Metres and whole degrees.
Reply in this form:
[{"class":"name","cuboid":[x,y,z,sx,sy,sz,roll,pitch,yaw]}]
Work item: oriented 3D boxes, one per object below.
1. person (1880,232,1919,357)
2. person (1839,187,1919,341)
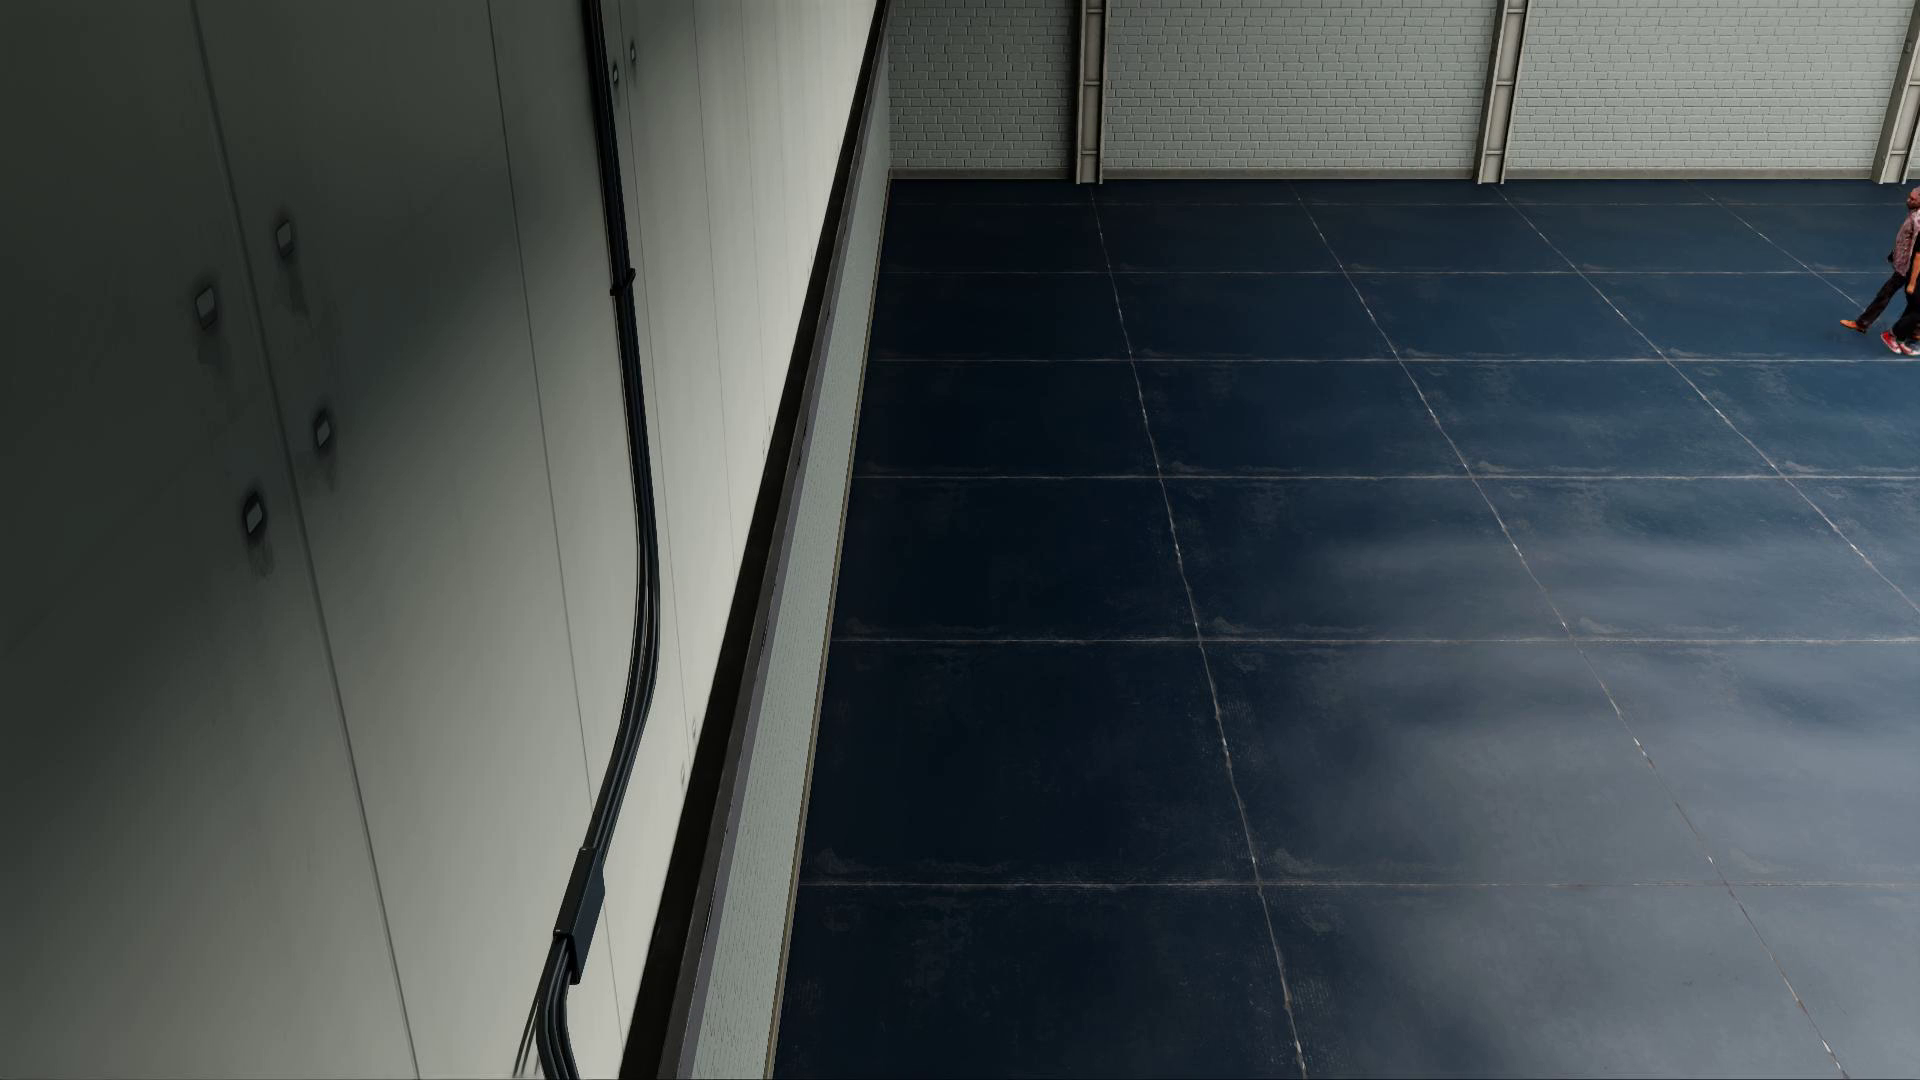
[{"class":"person","cuboid":[10.574,-2.902,18.437,0.839,1.746,0.781,24,36,37]},{"class":"person","cuboid":[10.800,-3.076,18.740,1.209,1.767,1.108,23,35,36]}]
